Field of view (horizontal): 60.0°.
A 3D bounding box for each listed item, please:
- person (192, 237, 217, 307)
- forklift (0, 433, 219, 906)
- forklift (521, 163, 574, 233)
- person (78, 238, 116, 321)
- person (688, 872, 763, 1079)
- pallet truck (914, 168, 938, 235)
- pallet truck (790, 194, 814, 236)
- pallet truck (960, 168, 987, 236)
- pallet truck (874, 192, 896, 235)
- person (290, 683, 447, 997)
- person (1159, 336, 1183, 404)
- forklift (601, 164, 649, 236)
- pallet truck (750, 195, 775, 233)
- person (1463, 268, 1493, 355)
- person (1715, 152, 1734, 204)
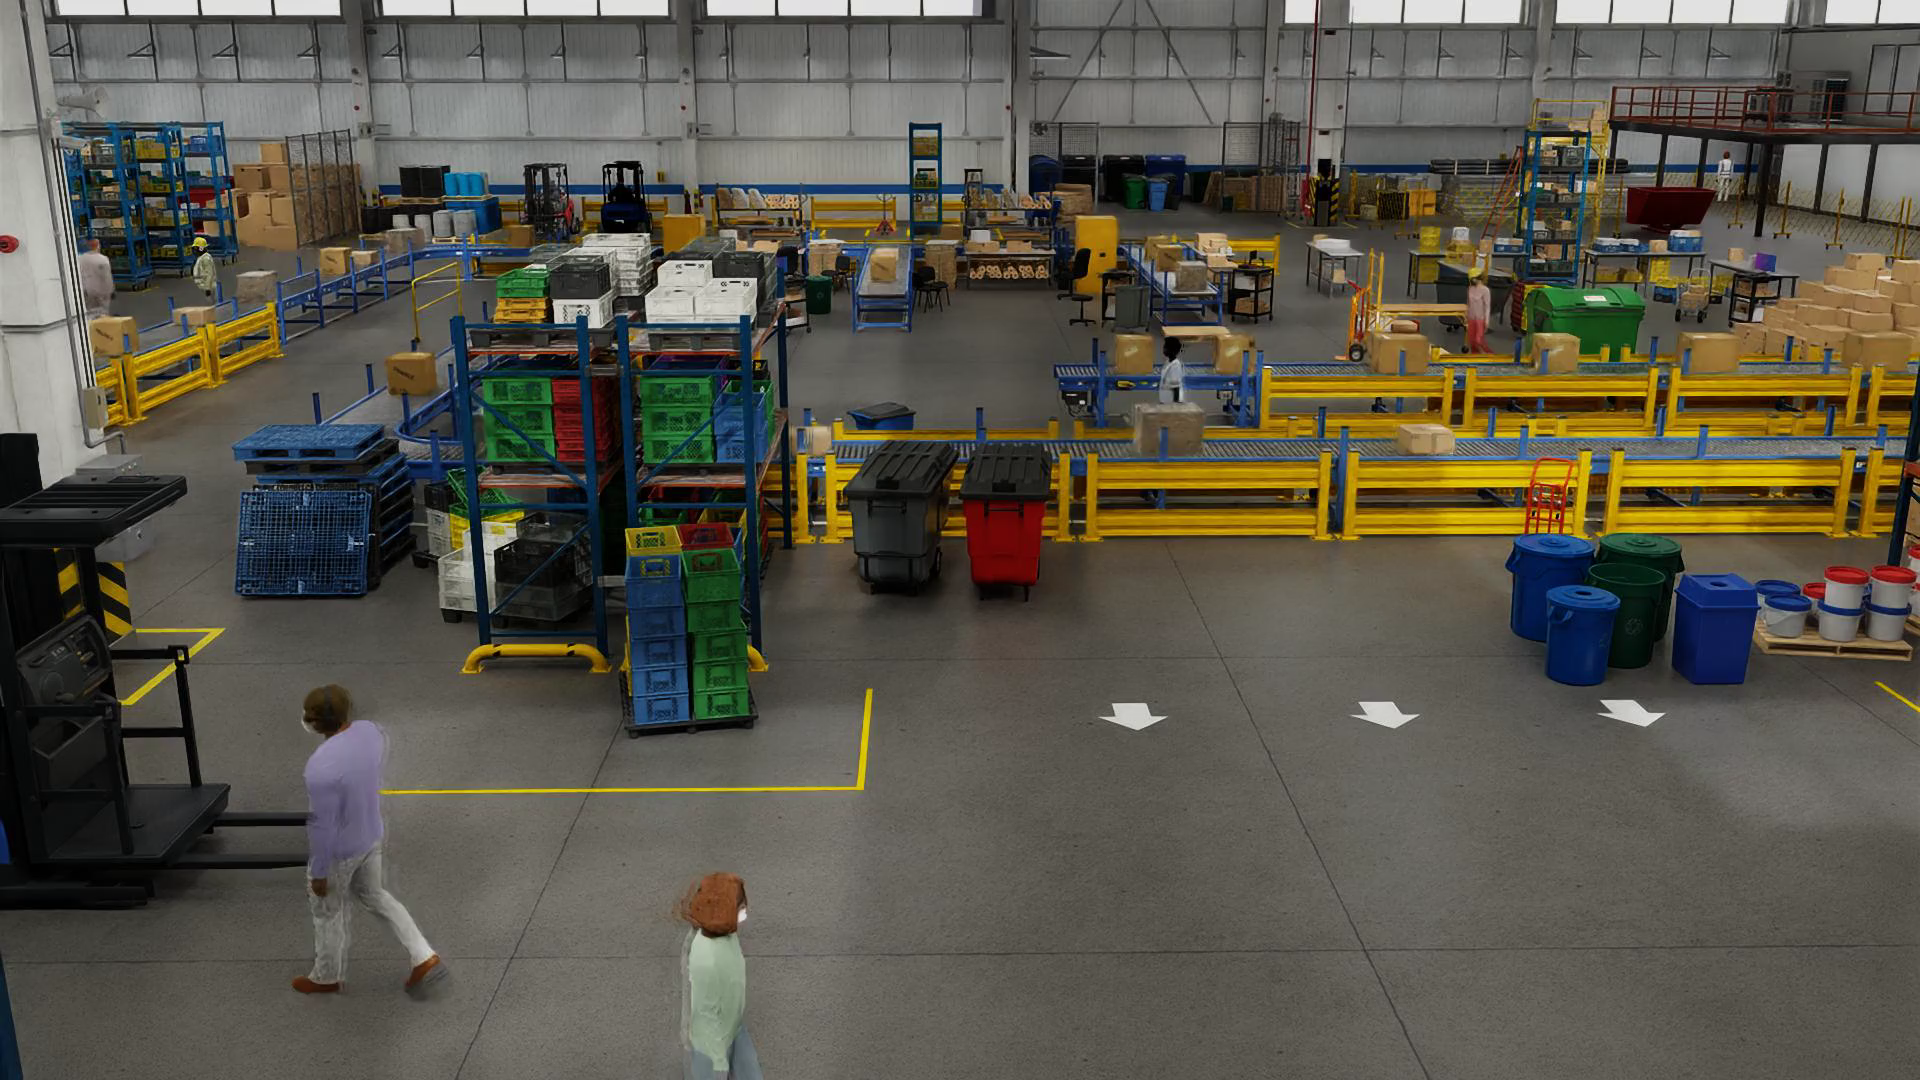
[{"bbox_3d":[-14.480,-4.888,31.930,0.404,1.835,0.586,-9,18,-28],"label":"person"},{"bbox_3d":[-5.952,0.780,10.366,1.873,2.768,1.129,0,16,-1],"label":"forklift"},{"bbox_3d":[-12.233,-10.122,49.298,1.157,1.987,2.680,0,16,-1],"label":"forklift"},{"bbox_3d":[-16.134,-4.692,31.155,0.671,1.886,0.434,4,17,13],"label":"person"},{"bbox_3d":[-1.155,2.243,7.552,0.750,1.605,0.498,2,16,8],"label":"person"},{"bbox_3d":[-0.989,-10.316,50.507,0.823,1.965,1.885,1,16,3],"label":"pallet truck"},{"bbox_3d":[-4.814,-9.883,50.259,0.704,1.261,1.522,-1,16,-3],"label":"pallet truck"},{"bbox_3d":[0.383,-10.230,50.206,0.823,1.965,1.885,-1,16,-3],"label":"pallet truck"},{"bbox_3d":[-2.277,-9.986,50.594,0.653,1.274,1.630,0,16,-1],"label":"pallet truck"},{"bbox_3d":[-3.330,1.657,9.077,0.833,1.903,0.651,4,17,13],"label":"person"},{"bbox_3d":[2.712,-1.787,21.421,0.388,1.684,0.538,1,16,4],"label":"person"},{"bbox_3d":[-9.948,-10.127,49.296,1.157,1.987,2.680,-1,16,-3],"label":"forklift"},{"bbox_3d":[-6.051,-9.967,50.660,0.680,1.201,1.601,0,16,-1],"label":"pallet truck"},{"bbox_3d":[8.771,-3.732,28.113,0.484,1.731,0.542,-7,18,-24],"label":"person"},{"bbox_3d":[28.121,-13.330,61.185,0.584,1.882,0.346,-1,16,-4],"label":"person"}]
